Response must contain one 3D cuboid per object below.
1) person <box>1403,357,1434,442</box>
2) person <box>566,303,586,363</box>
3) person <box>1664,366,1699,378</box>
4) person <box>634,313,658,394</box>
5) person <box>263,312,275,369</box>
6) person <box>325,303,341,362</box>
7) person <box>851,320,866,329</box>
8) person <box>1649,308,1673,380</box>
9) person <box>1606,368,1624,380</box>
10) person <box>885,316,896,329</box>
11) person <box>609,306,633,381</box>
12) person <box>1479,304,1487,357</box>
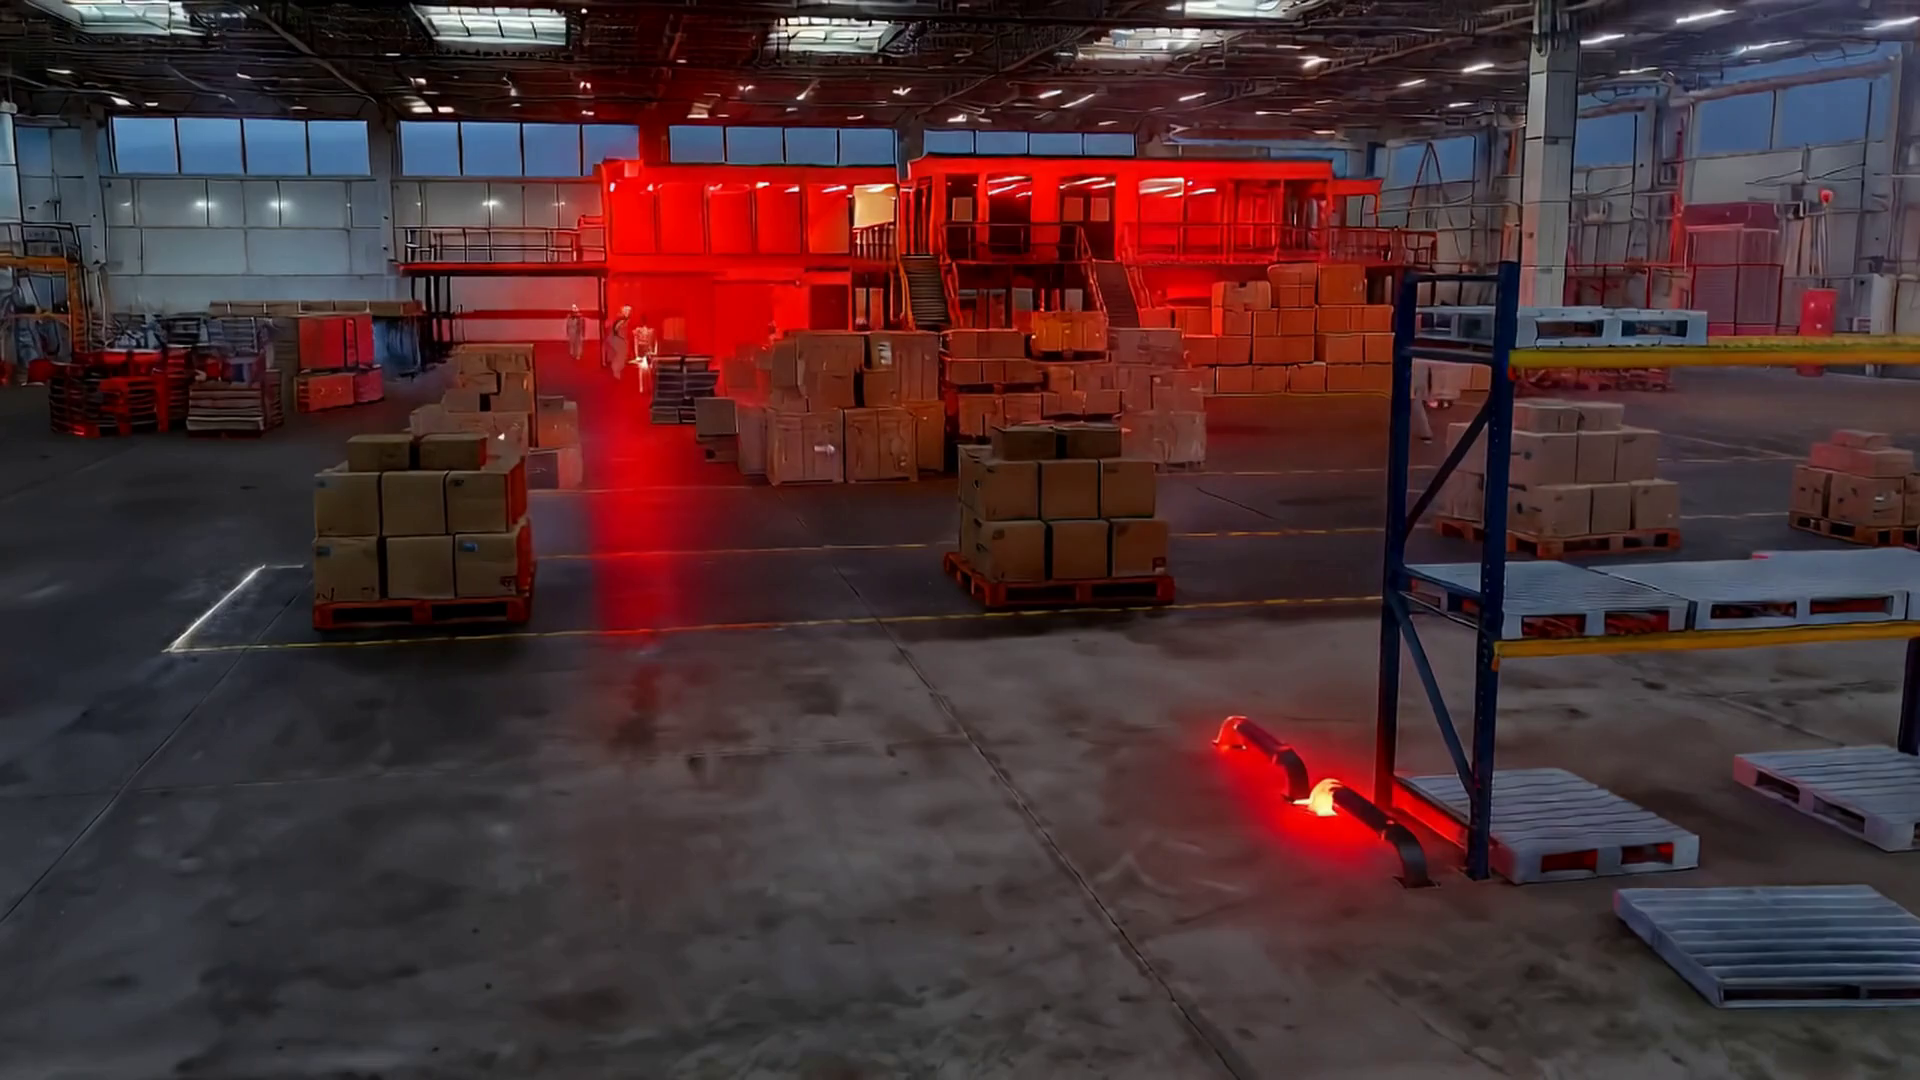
[{"bbox_3d":[7.927,-2.629,28.880,0.542,1.819,0.973,-5,11,-30],"label":"person"},{"bbox_3d":[-12.084,-6.510,52.313,0.605,1.880,0.947,-2,9,-10],"label":"person"},{"bbox_3d":[19.724,-5.293,45.369,0.808,1.734,0.525,9,13,42],"label":"person"},{"bbox_3d":[-7.437,-4.418,39.449,0.543,1.928,0.374,-3,10,-18],"label":"person"},{"bbox_3d":[-19.060,-5.400,45.954,0.335,1.761,0.519,-9,13,-43],"label":"person"},{"bbox_3d":[-19.895,-6.556,52.688,0.598,1.866,0.619,6,11,33],"label":"person"},{"bbox_3d":[-1.985,-3.210,31.887,0.735,1.991,0.501,-6,11,-31],"label":"person"},{"bbox_3d":[18.622,-5.201,44.228,0.594,1.922,0.378,2,9,9],"label":"person"},{"bbox_3d":[17.115,-5.022,43.226,0.882,1.908,0.553,-2,10,-12],"label":"person"},{"bbox_3d":[-1.523,-4.005,36.969,0.634,1.919,0.468,-4,10,-25],"label":"person"},{"bbox_3d":[-8.889,-5.238,44.104,0.746,2.000,0.879,8,13,42],"label":"person"},{"bbox_3d":[14.330,-5.472,45.662,0.375,1.997,0.611,-1,9,-3],"label":"person"}]
